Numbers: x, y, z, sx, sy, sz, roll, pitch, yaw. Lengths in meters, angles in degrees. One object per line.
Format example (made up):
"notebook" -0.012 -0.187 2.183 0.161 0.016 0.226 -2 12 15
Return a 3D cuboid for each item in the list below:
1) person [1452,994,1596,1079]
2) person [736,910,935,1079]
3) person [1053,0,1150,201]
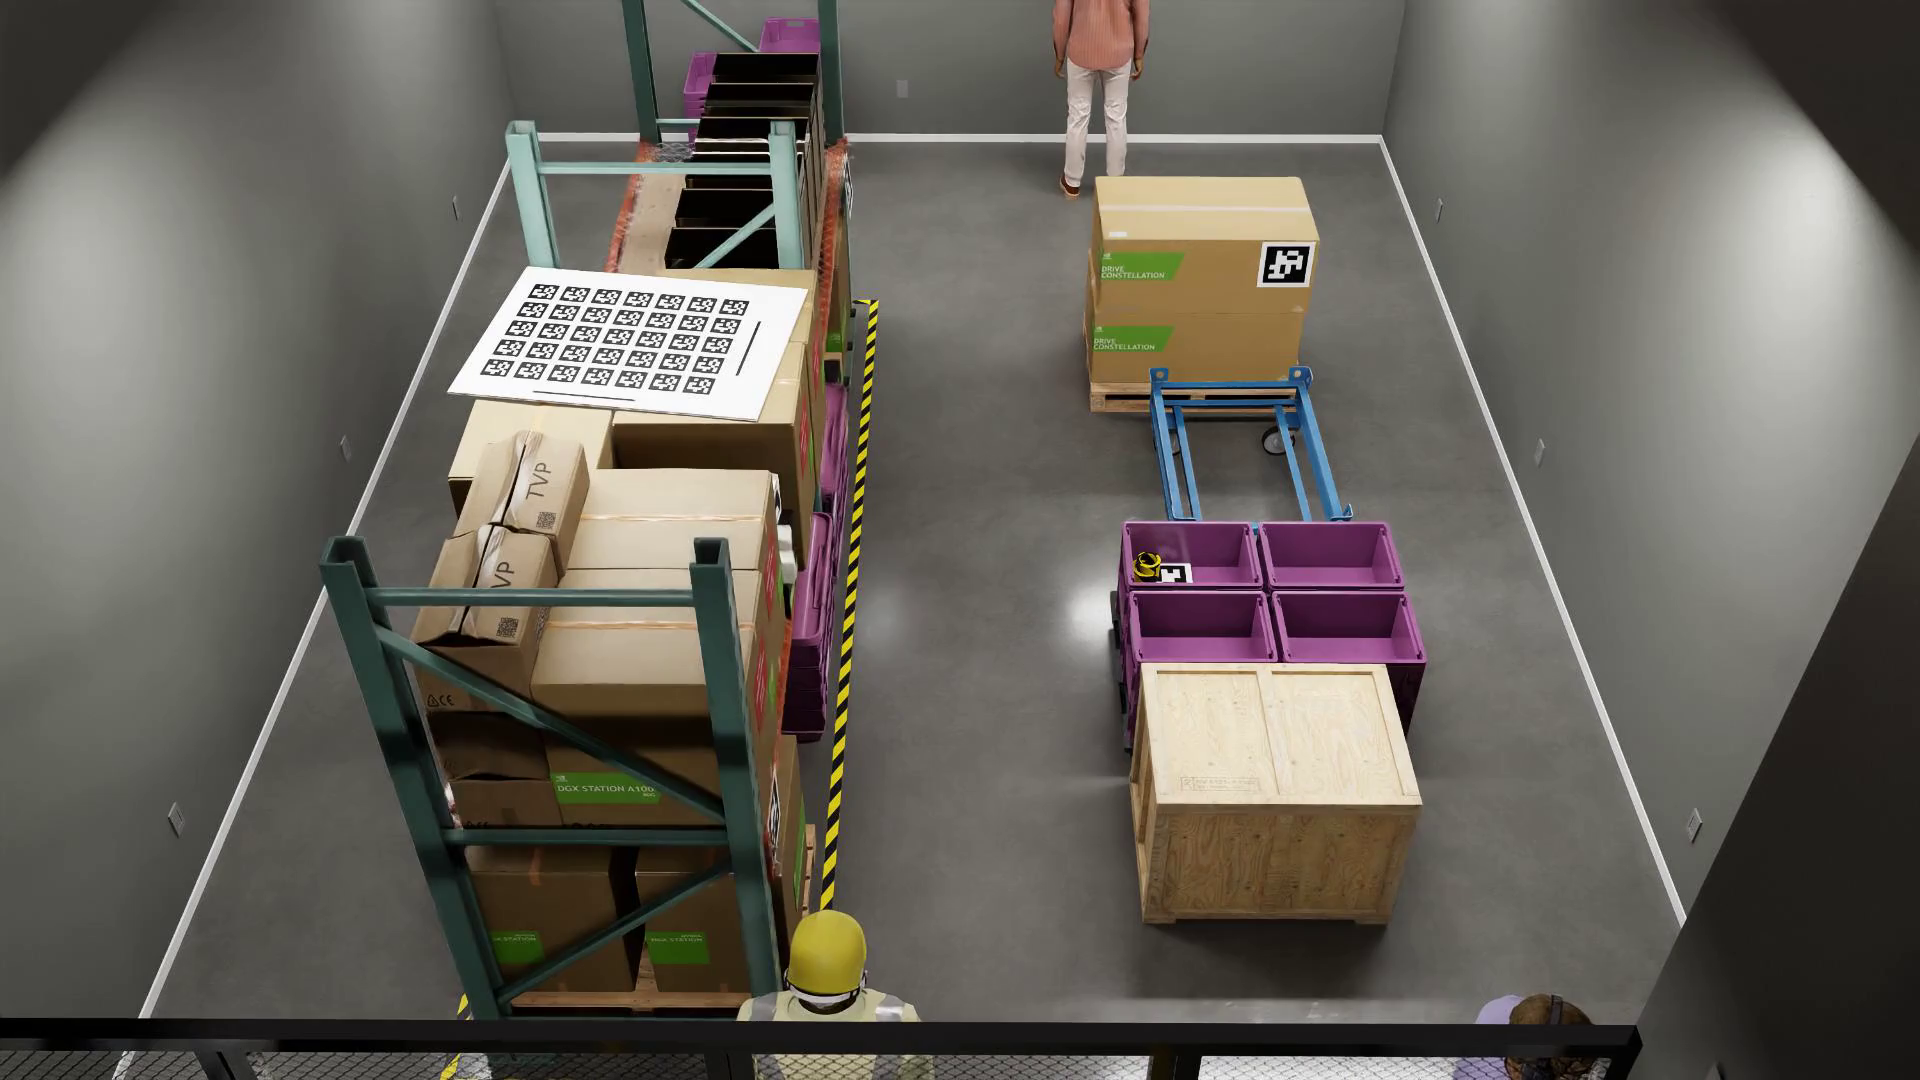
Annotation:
"person" 1.531 1.934 4.908 0.372 1.940 0.627 11 42 12
"person" -0.369 1.753 5.194 0.589 1.833 0.404 0 41 0
"person" 0.889 -3.112 10.619 0.611 1.997 0.375 0 41 0
